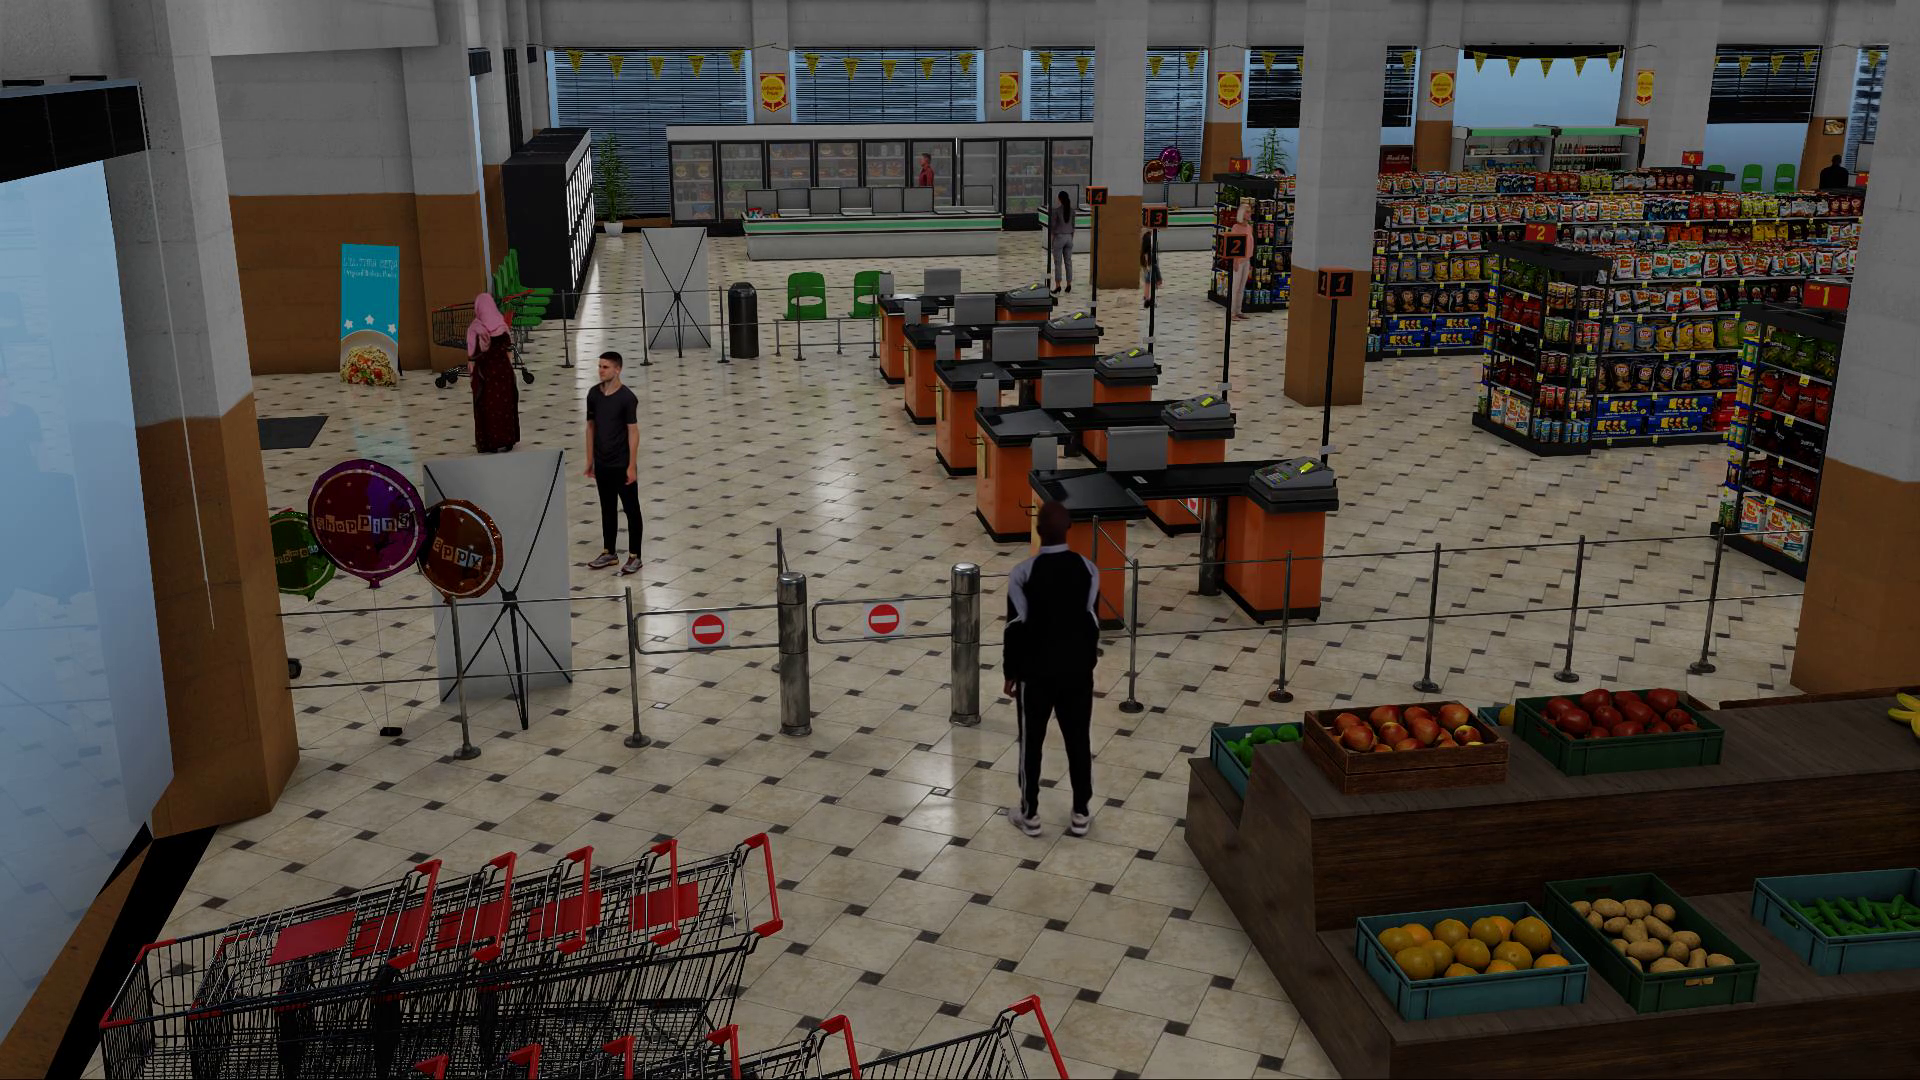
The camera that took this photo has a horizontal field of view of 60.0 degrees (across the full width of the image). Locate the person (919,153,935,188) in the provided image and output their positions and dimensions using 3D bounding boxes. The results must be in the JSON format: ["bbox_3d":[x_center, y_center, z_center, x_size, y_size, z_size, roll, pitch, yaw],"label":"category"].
[{"bbox_3d":[-0.672,-6.973,33.983,0.546,1.830,0.701,-2,17,-6],"label":"person"}]

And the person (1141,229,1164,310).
[{"bbox_3d":[2.928,-4.319,25.922,0.752,1.435,0.688,12,21,35],"label":"person"}]

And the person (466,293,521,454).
[{"bbox_3d":[-4.781,-1.712,16.986,0.684,1.639,0.811,-11,20,-33],"label":"person"}]

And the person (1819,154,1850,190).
[{"bbox_3d":[17.727,-6.924,33.839,0.784,1.818,0.832,13,21,36],"label":"person"}]

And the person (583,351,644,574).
[{"bbox_3d":[-2.728,-0.622,13.181,0.687,1.764,0.784,8,19,25],"label":"person"}]

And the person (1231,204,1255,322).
[{"bbox_3d":[4.208,-4.178,24.959,0.740,1.724,0.647,16,23,42],"label":"person"}]

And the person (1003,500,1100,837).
[{"bbox_3d":[0.501,0.682,8.795,0.518,1.816,0.739,-2,17,-6],"label":"person"}]

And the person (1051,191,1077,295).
[{"bbox_3d":[1.695,-4.914,27.462,0.635,1.679,0.752,-9,19,-27],"label":"person"}]
